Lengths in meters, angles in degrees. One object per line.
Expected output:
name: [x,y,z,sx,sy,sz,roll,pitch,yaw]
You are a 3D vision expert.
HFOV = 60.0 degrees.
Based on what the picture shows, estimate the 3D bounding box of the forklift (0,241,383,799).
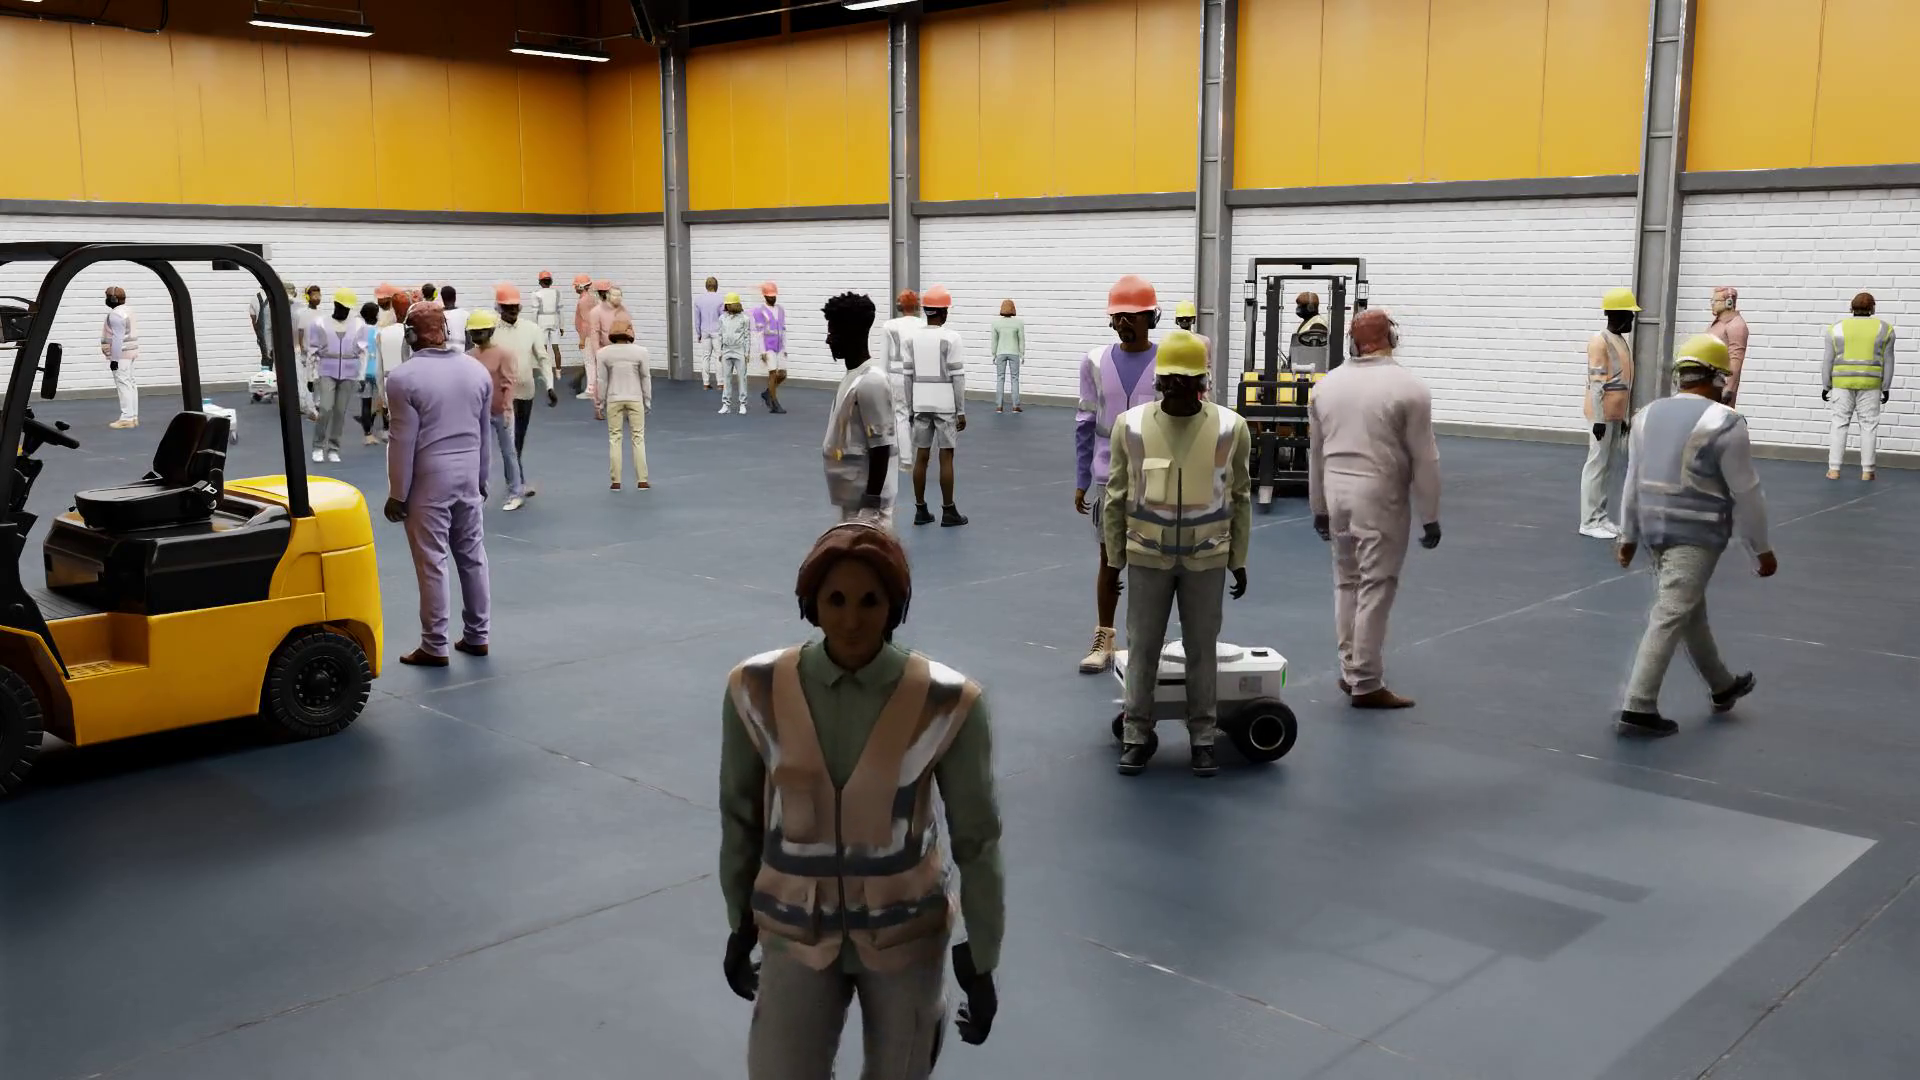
forklift: [-3.706,-0.171,7.093,1.214,2.155,2.313,9,13,43]

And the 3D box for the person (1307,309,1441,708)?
person: [1.958,-0.140,7.881,0.393,1.892,0.698,-7,11,-35]

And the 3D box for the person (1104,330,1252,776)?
person: [0.885,0.060,6.791,0.600,1.827,0.404,1,9,7]

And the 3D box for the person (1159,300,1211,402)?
person: [2.168,-1.431,16.126,0.523,1.769,0.314,1,9,6]

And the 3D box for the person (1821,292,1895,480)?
person: [8.816,-1.507,16.363,0.624,1.844,0.430,5,11,28]

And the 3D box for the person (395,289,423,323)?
person: [-6.090,-1.899,18.764,0.564,1.842,0.393,3,10,19]

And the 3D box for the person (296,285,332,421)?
person: [-8.807,-2.540,22.666,0.415,1.855,0.533,6,11,33]

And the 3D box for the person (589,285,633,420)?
person: [-4.710,-2.523,22.577,0.659,1.852,1.013,-6,11,-33]

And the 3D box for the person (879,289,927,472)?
person: [-0.530,-1.611,16.941,0.577,1.868,0.421,-2,10,-14]

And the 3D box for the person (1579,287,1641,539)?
person: [5.028,-0.980,12.864,0.369,1.928,0.586,7,12,37]

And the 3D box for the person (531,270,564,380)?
person: [-7.686,-3.988,30.962,0.615,2.039,0.391,-6,11,-33]

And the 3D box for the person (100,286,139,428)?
person: [-10.977,-2.383,21.736,0.429,1.844,0.625,-2,9,-12]

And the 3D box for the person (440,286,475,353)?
person: [-6.480,-2.301,21.185,0.613,1.869,0.975,-1,9,-8]

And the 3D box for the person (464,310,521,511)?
person: [-3.979,-1.060,13.971,0.541,1.719,0.891,3,10,16]

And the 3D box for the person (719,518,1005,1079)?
person: [-0.196,0.780,2.993,0.544,1.612,0.675,1,9,5]

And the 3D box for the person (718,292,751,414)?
person: [-3.239,-2.669,23.800,0.483,1.738,0.312,2,9,12]

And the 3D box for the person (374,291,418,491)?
person: [-4.709,-1.170,14.161,0.584,1.882,0.337,5,11,29]

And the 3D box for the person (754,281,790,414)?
person: [-2.728,-2.755,23.845,0.522,1.902,0.564,8,12,41]

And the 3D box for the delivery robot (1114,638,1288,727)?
delivery robot: [1.025,0.594,7.129,0.707,0.478,0.477,-1,9,-5]

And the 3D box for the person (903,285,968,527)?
person: [-0.190,-1.074,13.408,0.543,1.939,0.362,5,10,28]

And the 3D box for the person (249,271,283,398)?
person: [-10.945,-3.279,26.618,0.686,2.000,0.535,3,10,15]

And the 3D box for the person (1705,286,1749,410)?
person: [7.391,-1.519,16.231,0.411,1.910,0.643,0,9,2]

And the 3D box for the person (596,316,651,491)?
person: [-3.133,-1.270,15.544,0.497,1.633,0.278,-1,9,-8]

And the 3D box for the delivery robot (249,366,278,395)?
delivery robot: [-10.743,-2.445,25.758,0.477,0.478,0.707,-1,9,-6]

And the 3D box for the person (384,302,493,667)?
person: [-2.747,-0.290,8.725,0.406,1.902,0.639,6,11,33]

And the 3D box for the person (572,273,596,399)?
person: [-5.986,-3.253,26.592,0.393,1.995,0.612,0,9,0]

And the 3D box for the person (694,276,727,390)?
person: [-4.228,-3.522,28.418,0.627,1.941,0.373,3,10,19]

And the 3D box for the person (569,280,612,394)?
person: [-5.965,-3.321,27.316,0.916,1.907,0.539,1,9,5]

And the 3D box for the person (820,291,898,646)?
person: [-0.487,-0.219,8.084,0.362,1.962,0.613,-2,9,-13]

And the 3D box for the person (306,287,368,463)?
person: [-6.646,-1.753,17.789,0.633,1.873,0.568,-6,11,-32]

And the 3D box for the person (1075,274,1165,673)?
person: [0.870,-0.312,8.421,0.615,2.040,0.391,3,10,20]

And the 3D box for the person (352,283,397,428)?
person: [-7.523,-2.403,21.712,0.557,1.875,1.018,8,13,42]

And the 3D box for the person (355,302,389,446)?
person: [-6.865,-1.947,19.519,0.549,1.675,0.546,1,9,7]

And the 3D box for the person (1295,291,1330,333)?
person: [3.681,-1.699,17.581,0.430,1.836,0.627,0,9,-3]

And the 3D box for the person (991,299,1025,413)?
person: [0.695,-2.651,24.005,0.500,1.636,0.280,2,9,12]

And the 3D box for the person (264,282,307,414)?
person: [-9.692,-2.773,23.999,0.643,1.897,1.018,-4,10,-26]

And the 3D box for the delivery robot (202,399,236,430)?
delivery robot: [-8.751,-1.397,19.333,0.477,0.478,0.707,1,9,9]

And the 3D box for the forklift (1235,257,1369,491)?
forklift: [3.309,-1.629,16.029,1.214,2.155,2.313,2,9,11]

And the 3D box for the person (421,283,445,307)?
person: [-7.980,-2.956,25.189,0.552,1.856,0.493,0,9,-3]

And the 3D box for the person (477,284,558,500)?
person: [-4.066,-1.357,15.159,0.608,1.937,1.041,-7,12,-36]

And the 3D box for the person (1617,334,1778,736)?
person: [3.324,-0.026,7.467,0.949,1.766,0.656,-3,10,-20]
